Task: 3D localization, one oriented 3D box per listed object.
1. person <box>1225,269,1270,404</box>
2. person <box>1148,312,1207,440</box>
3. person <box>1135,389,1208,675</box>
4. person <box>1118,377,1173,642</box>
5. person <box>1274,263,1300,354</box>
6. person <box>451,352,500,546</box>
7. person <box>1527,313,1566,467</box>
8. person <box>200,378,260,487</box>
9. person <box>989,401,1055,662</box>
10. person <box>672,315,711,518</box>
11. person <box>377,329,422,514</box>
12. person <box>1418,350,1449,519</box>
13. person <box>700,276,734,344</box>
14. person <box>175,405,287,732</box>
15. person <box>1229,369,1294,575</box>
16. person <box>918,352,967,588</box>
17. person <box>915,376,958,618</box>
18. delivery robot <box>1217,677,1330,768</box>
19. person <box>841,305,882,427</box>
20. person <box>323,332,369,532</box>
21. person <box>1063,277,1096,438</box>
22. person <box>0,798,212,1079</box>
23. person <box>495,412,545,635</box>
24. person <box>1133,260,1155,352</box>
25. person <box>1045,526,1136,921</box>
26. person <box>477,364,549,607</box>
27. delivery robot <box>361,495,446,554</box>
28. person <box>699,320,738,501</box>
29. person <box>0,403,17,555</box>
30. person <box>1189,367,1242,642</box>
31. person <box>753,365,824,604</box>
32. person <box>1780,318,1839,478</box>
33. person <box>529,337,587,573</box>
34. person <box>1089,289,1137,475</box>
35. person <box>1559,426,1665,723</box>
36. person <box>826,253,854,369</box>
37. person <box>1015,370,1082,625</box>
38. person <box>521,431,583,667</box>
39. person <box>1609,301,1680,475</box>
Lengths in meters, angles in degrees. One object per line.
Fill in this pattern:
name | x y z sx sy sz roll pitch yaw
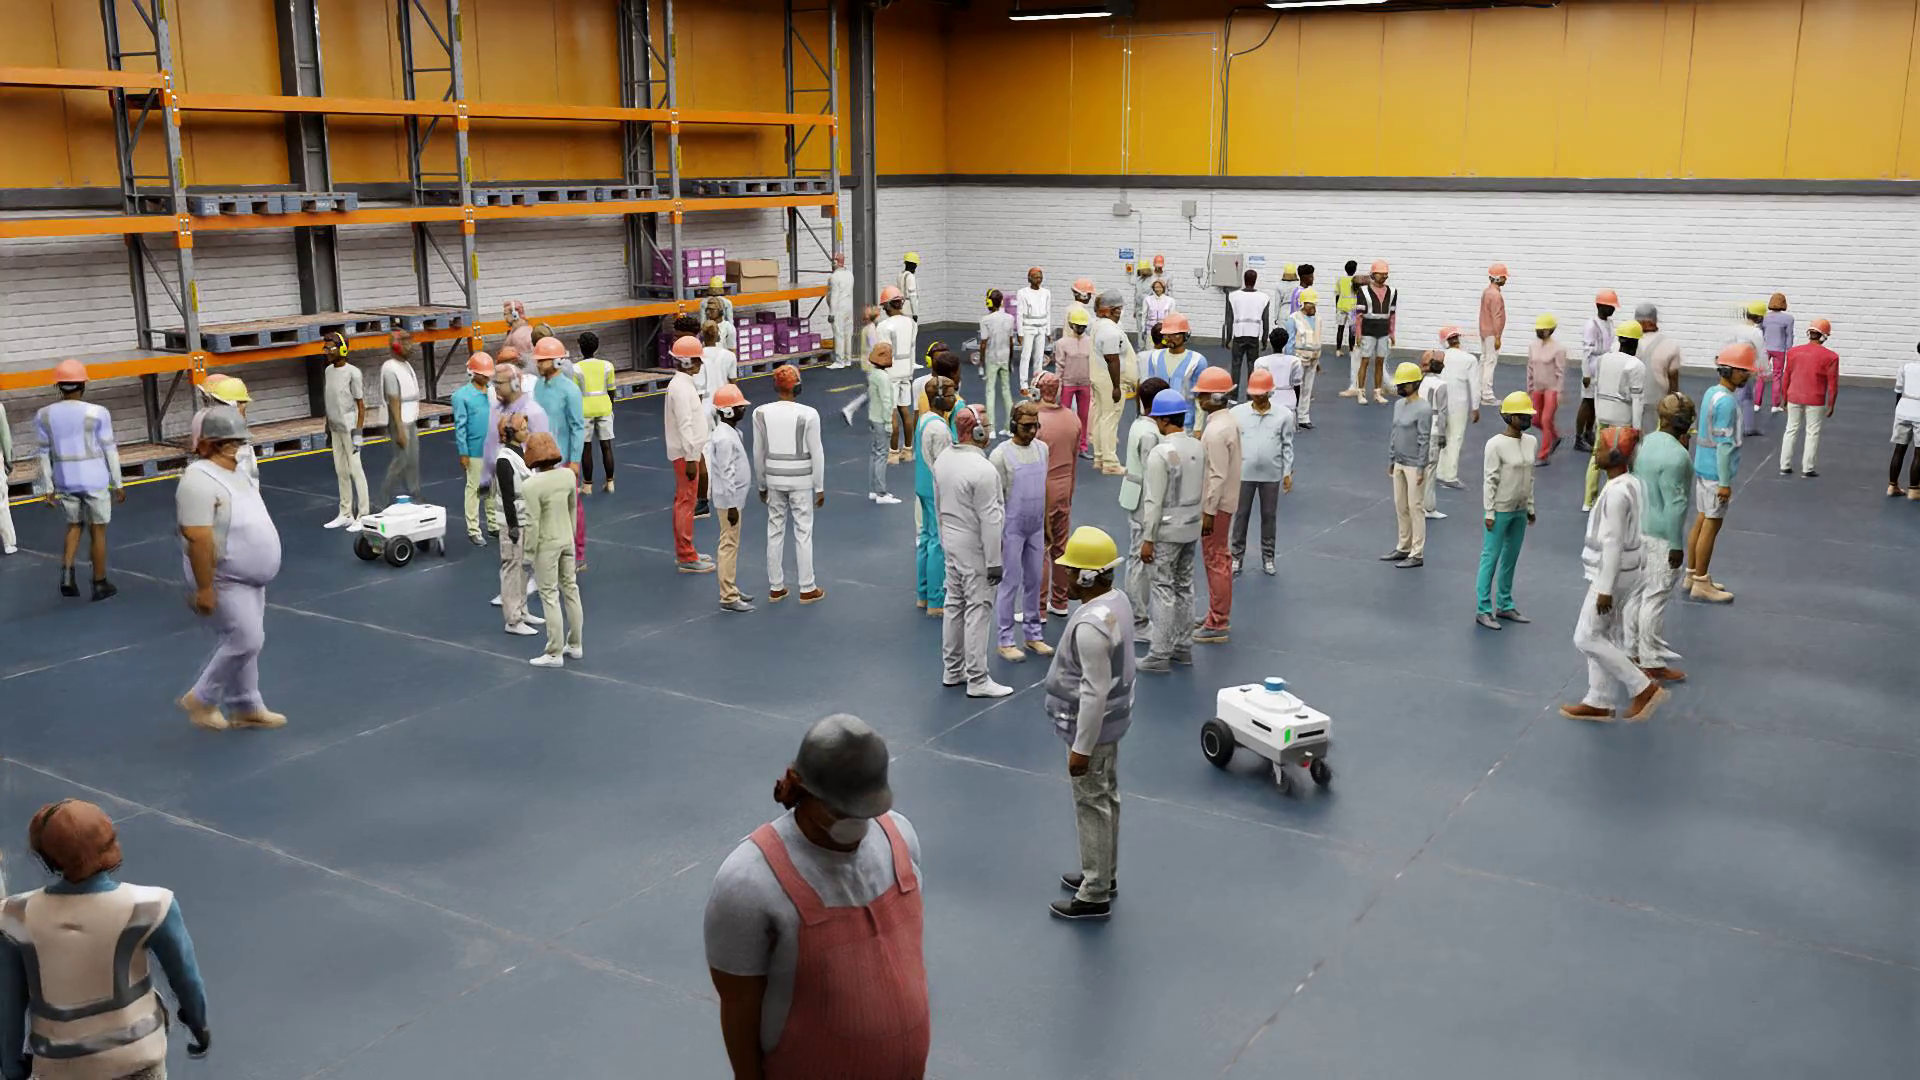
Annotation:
person | 4.066 -2.867 23.544 0.606 1.905 0.413 1 13 3
person | 2.006 -1.116 15.643 0.604 2.044 0.375 7 15 29
person | 1.432 -0.056 11.295 0.421 1.933 0.624 11 17 39
person | 1.347 -0.223 12.040 0.390 1.920 0.587 0 13 -1
person | 5.411 -3.667 27.359 0.484 1.746 0.292 3 13 11
person | -4.306 -0.831 15.059 0.339 1.742 0.564 8 15 31
person | 6.680 -1.711 18.867 0.589 1.747 0.541 -7 15 -29
person | -5.568 -0.334 12.762 0.436 1.804 0.610 -9 16 -33
person | 0.431 -0.064 11.545 0.516 1.835 0.358 -10 17 -38
person | -2.604 -1.192 16.140 0.367 1.966 0.603 -3 13 -13
person | -5.403 -1.116 16.127 0.407 1.866 0.566 -1 13 -4
person | 4.530 -1.026 16.143 0.314 1.636 0.515 -5 14 -23
person | -3.565 -2.993 24.441 0.493 1.743 0.295 0 13 0
person | -4.356 0.184 10.008 0.536 2.000 0.709 0 13 -2
person | 2.493 -0.565 13.903 0.573 1.741 0.343 2 13 8
person | -0.141 -0.569 13.550 0.386 1.915 0.590 -9 16 -33
person | -0.170 -0.330 12.667 0.329 1.844 0.516 -4 14 -17
delivery robot | 1.772 1.022 9.423 0.477 0.478 0.707 -6 14 -26
person | -1.178 -2.160 21.089 0.566 1.627 0.515 -3 13 -13
person | -5.778 -1.012 15.573 0.513 1.872 0.328 8 15 31
person | 1.496 -2.272 20.760 0.399 1.992 0.618 -5 14 -19
person | -2.552 1.542 4.993 0.528 1.626 0.418 -2 13 -10
person | -3.257 -0.128 12.237 0.312 1.642 0.512 0 13 -1
person | 3.167 -3.919 28.526 0.419 1.723 0.494 -11 17 -40
person | 0.593 0.837 7.630 0.404 1.830 0.603 4 13 15
person | -3.568 -0.437 13.061 0.805 1.879 0.652 -12 18 -42
delivery robot | -4.839 -0.145 14.485 0.477 0.478 0.707 9 15 33
person | -2.514 -1.313 16.929 0.515 1.844 0.329 -4 14 -18
person | -8.544 -0.650 14.505 0.523 1.640 0.306 -10 16 -37
person | 1.830 -0.258 12.029 0.392 1.991 0.625 4 14 16
person | -1.327 -0.430 13.019 0.574 1.882 0.356 4 13 16
person | 9.296 -1.554 18.205 0.350 1.739 0.577 -12 18 -43
person | -3.393 -0.709 13.984 0.612 1.995 0.382 11 17 39
person | 1.706 -1.758 18.431 0.537 2.000 0.682 -2 13 -10
person | 4.019 0.239 10.140 0.501 1.871 0.588 6 14 24
person | -2.011 -3.786 27.546 0.402 1.903 0.649 5 14 22
person | 0.620 -0.319 12.484 0.410 1.909 0.643 11 17 40
person | -2.814 0.060 11.437 0.280 1.633 0.498 7 15 27
person | 6.996 -1.455 17.117 0.684 2.000 0.764 6 14 24
